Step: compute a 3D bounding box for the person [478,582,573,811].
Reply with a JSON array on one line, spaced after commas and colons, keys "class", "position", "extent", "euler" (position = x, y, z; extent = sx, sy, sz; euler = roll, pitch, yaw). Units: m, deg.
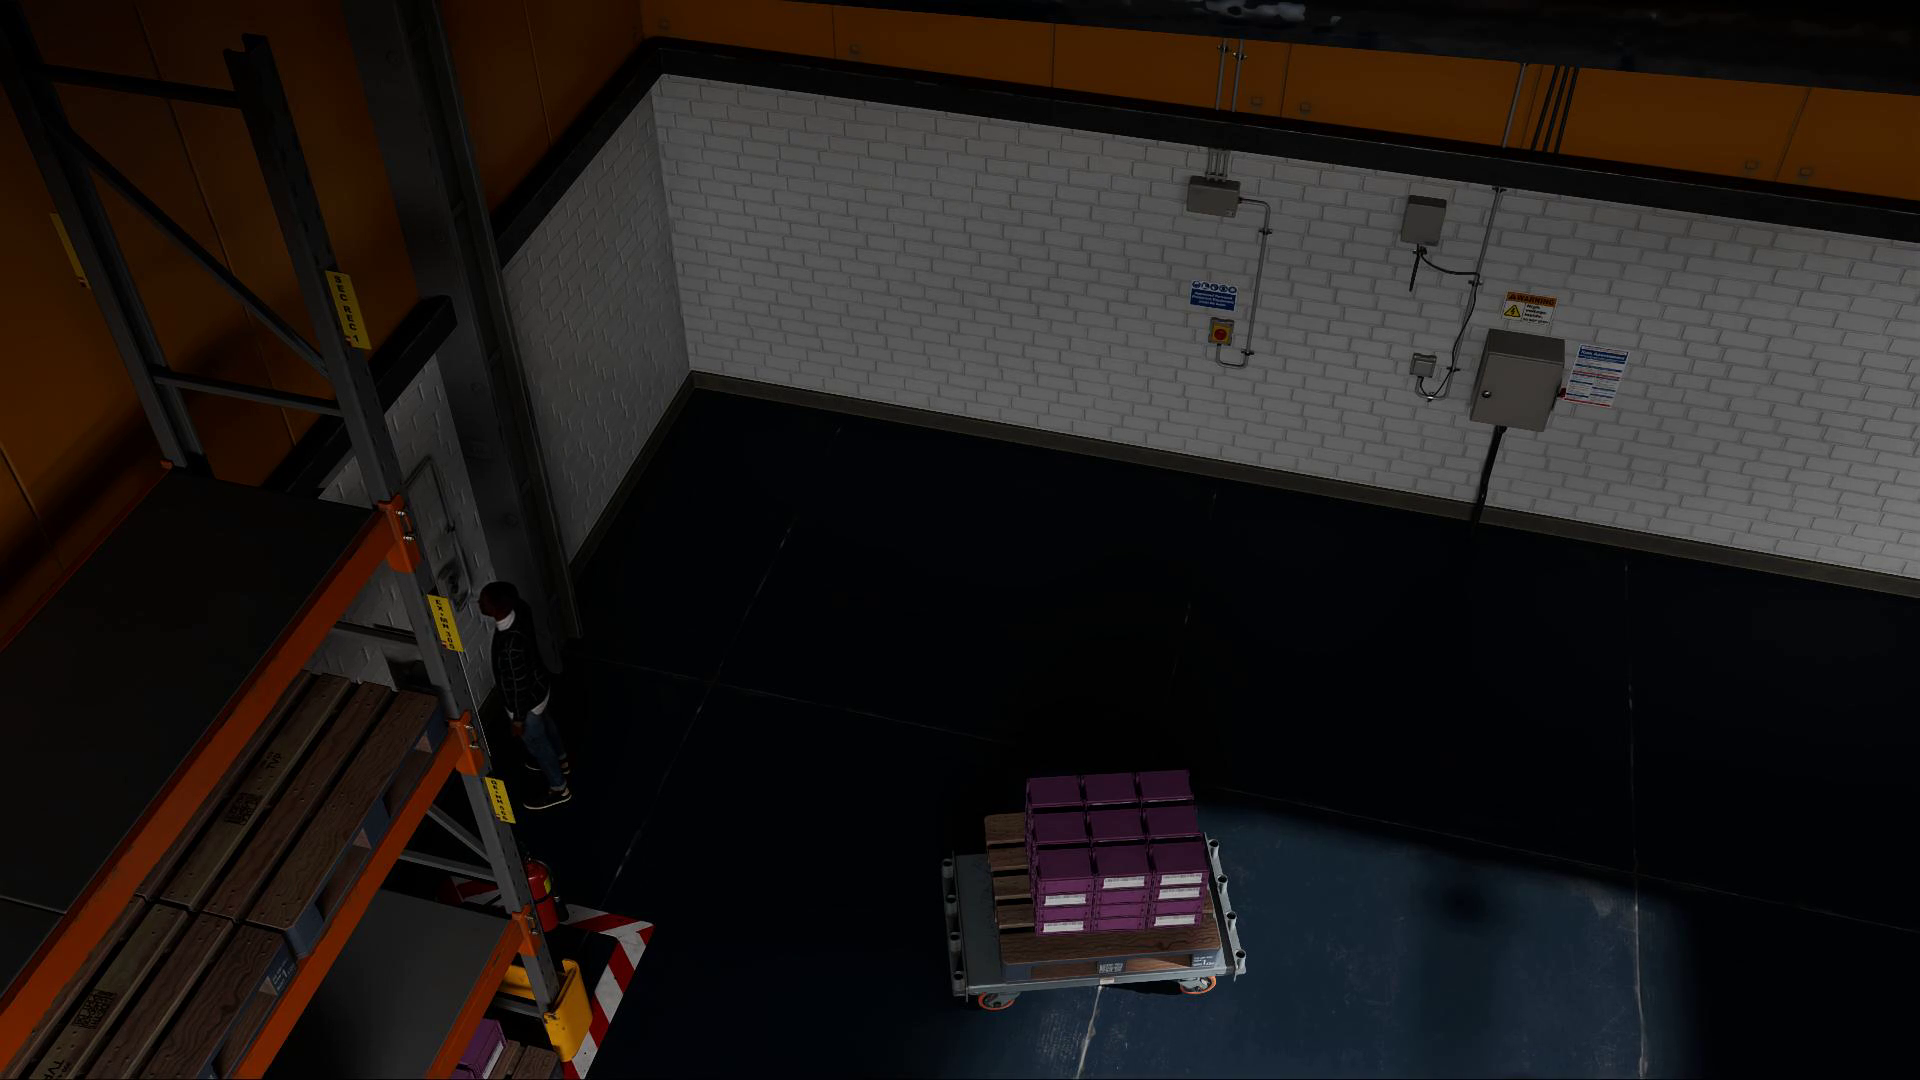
[{"class": "person", "position": [-2.597, 0.907, 9.997], "extent": [0.793, 1.821, 0.636], "euler": [-5, 44, -5]}]
